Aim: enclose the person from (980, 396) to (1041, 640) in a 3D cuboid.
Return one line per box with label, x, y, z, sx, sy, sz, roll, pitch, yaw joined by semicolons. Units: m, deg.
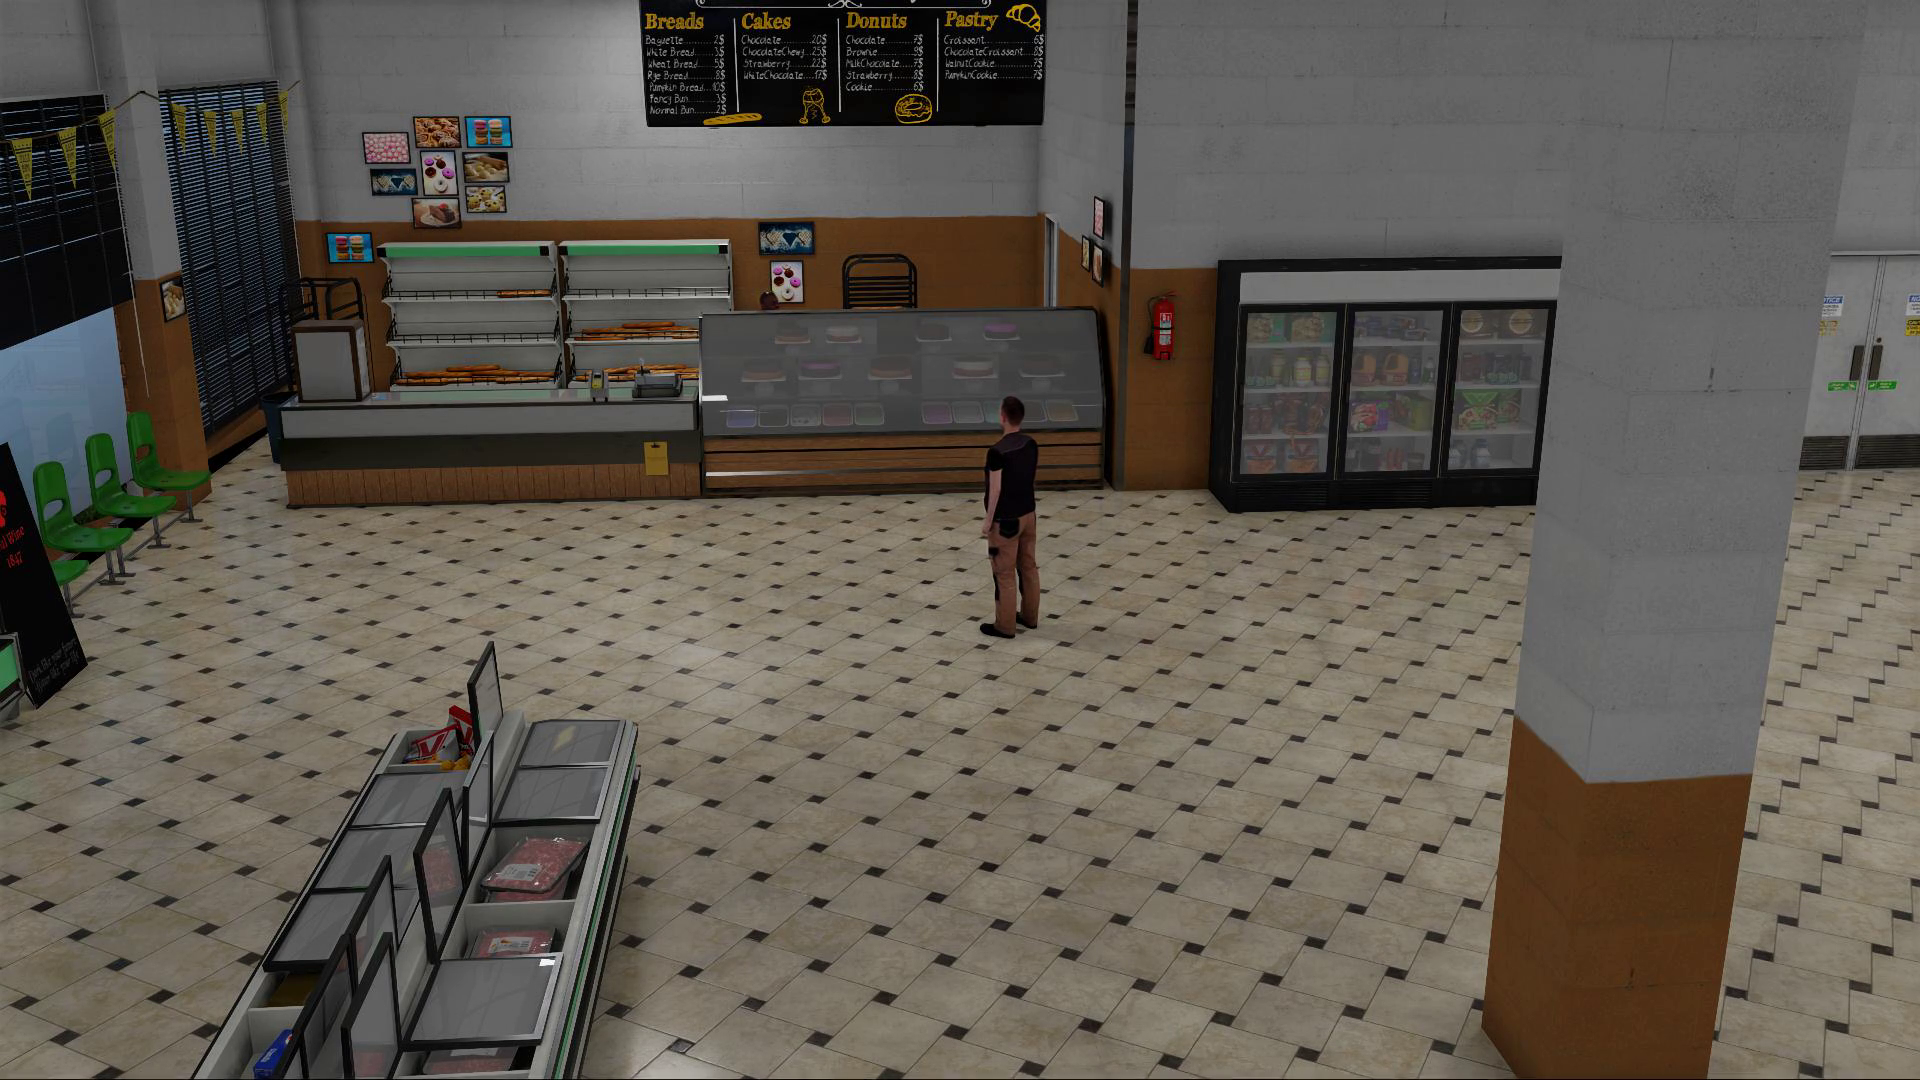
person;0.398;-0.183;12.533;0.819;1.841;0.770;15;22;40
